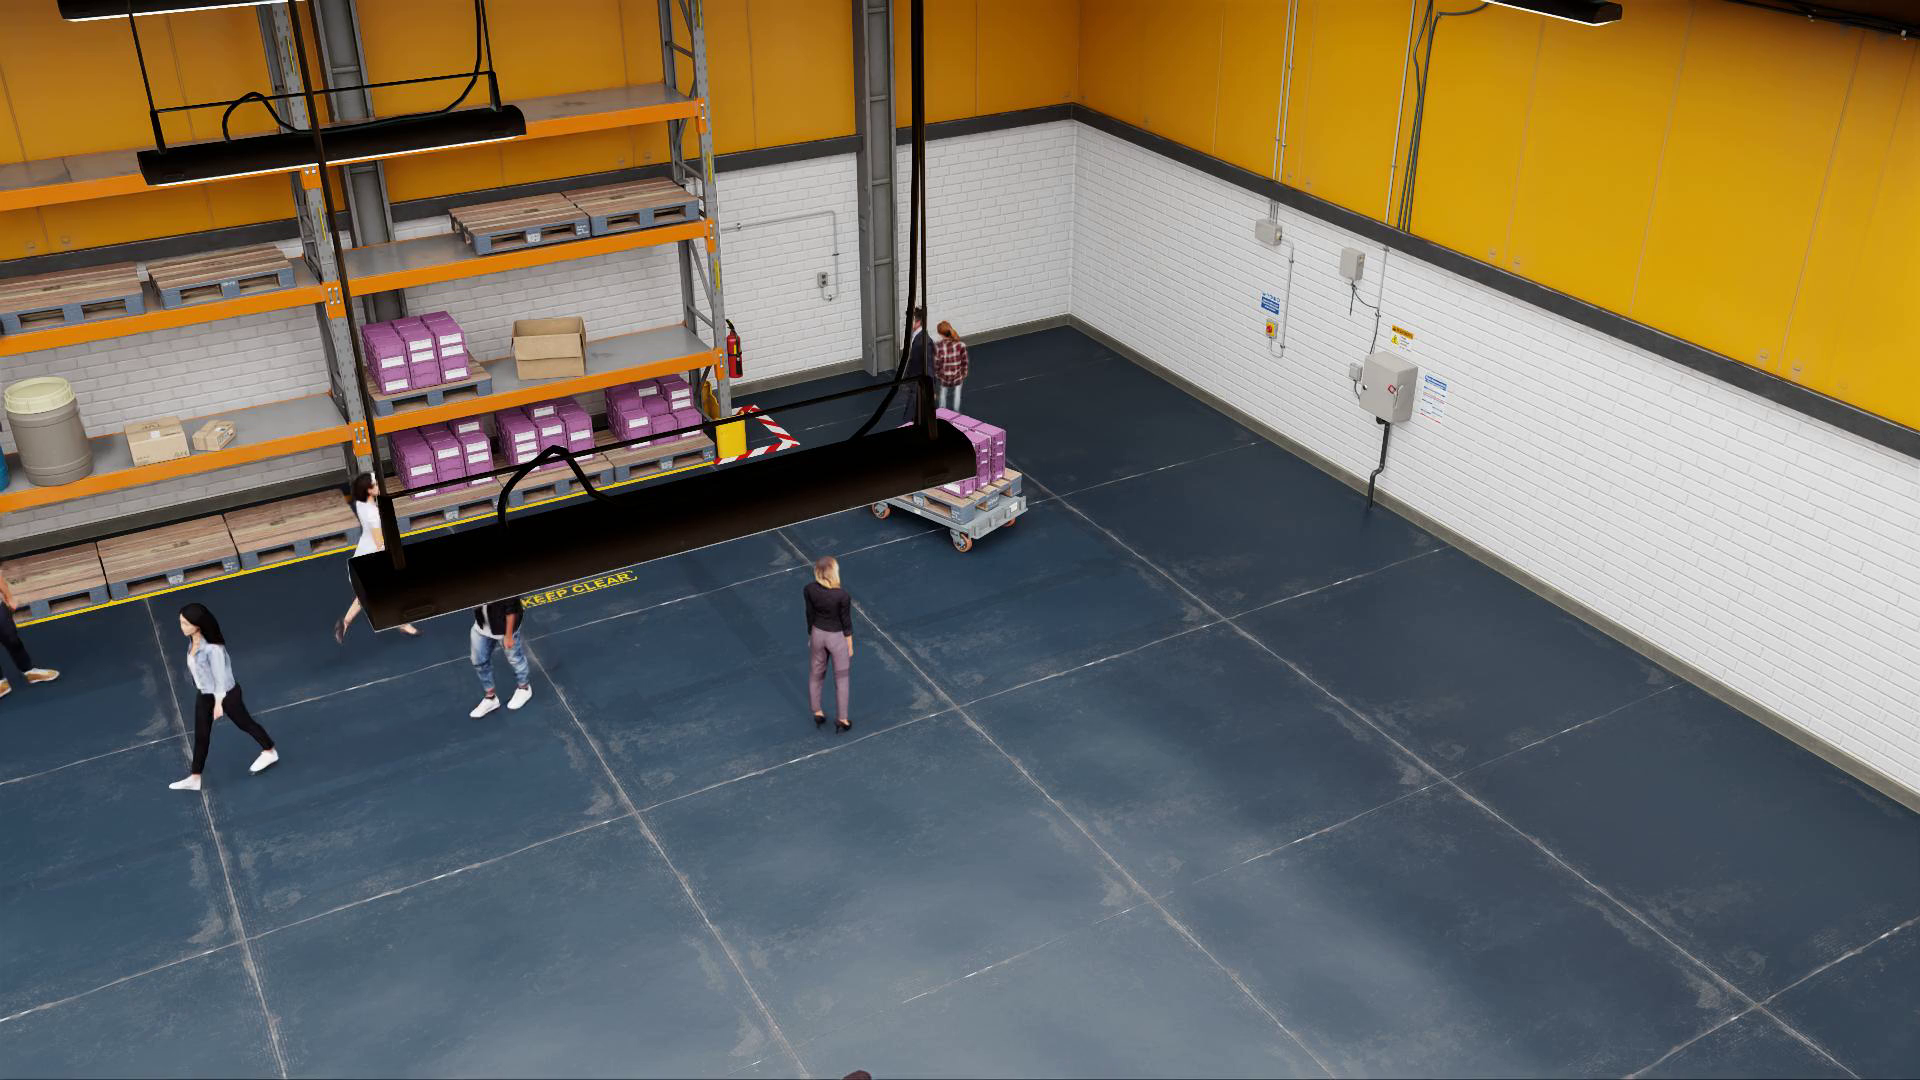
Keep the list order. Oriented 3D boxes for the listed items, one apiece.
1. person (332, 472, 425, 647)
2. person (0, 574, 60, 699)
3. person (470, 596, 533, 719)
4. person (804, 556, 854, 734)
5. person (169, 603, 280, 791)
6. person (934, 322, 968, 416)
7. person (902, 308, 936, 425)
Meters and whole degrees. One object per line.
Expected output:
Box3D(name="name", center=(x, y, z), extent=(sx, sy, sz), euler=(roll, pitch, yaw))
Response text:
Box3D(name="person", center=(-5.395, 0.231, 15.204), extent=(1.111, 1.785, 0.755), euler=(-22, 35, -34))
Box3D(name="person", center=(-8.509, 0.580, 14.499), extent=(0.529, 1.848, 0.921), euler=(-22, 36, -35))
Box3D(name="person", center=(-3.937, 0.651, 14.420), extent=(0.913, 1.798, 0.993), euler=(15, 32, 25))
Box3D(name="person", center=(-1.114, 0.891, 14.116), extent=(0.679, 1.667, 0.719), euler=(11, 30, 19))
Box3D(name="person", center=(-5.927, 1.225, 13.509), extent=(0.880, 1.663, 1.175), euler=(21, 35, 34))
Box3D(name="person", center=(-0.093, -1.993, 19.791), extent=(0.587, 1.296, 0.687), euler=(8, 30, 14))
Box3D(name="person", center=(-0.367, -1.760, 18.792), extent=(0.731, 1.844, 0.728), euler=(-10, 30, -18))
